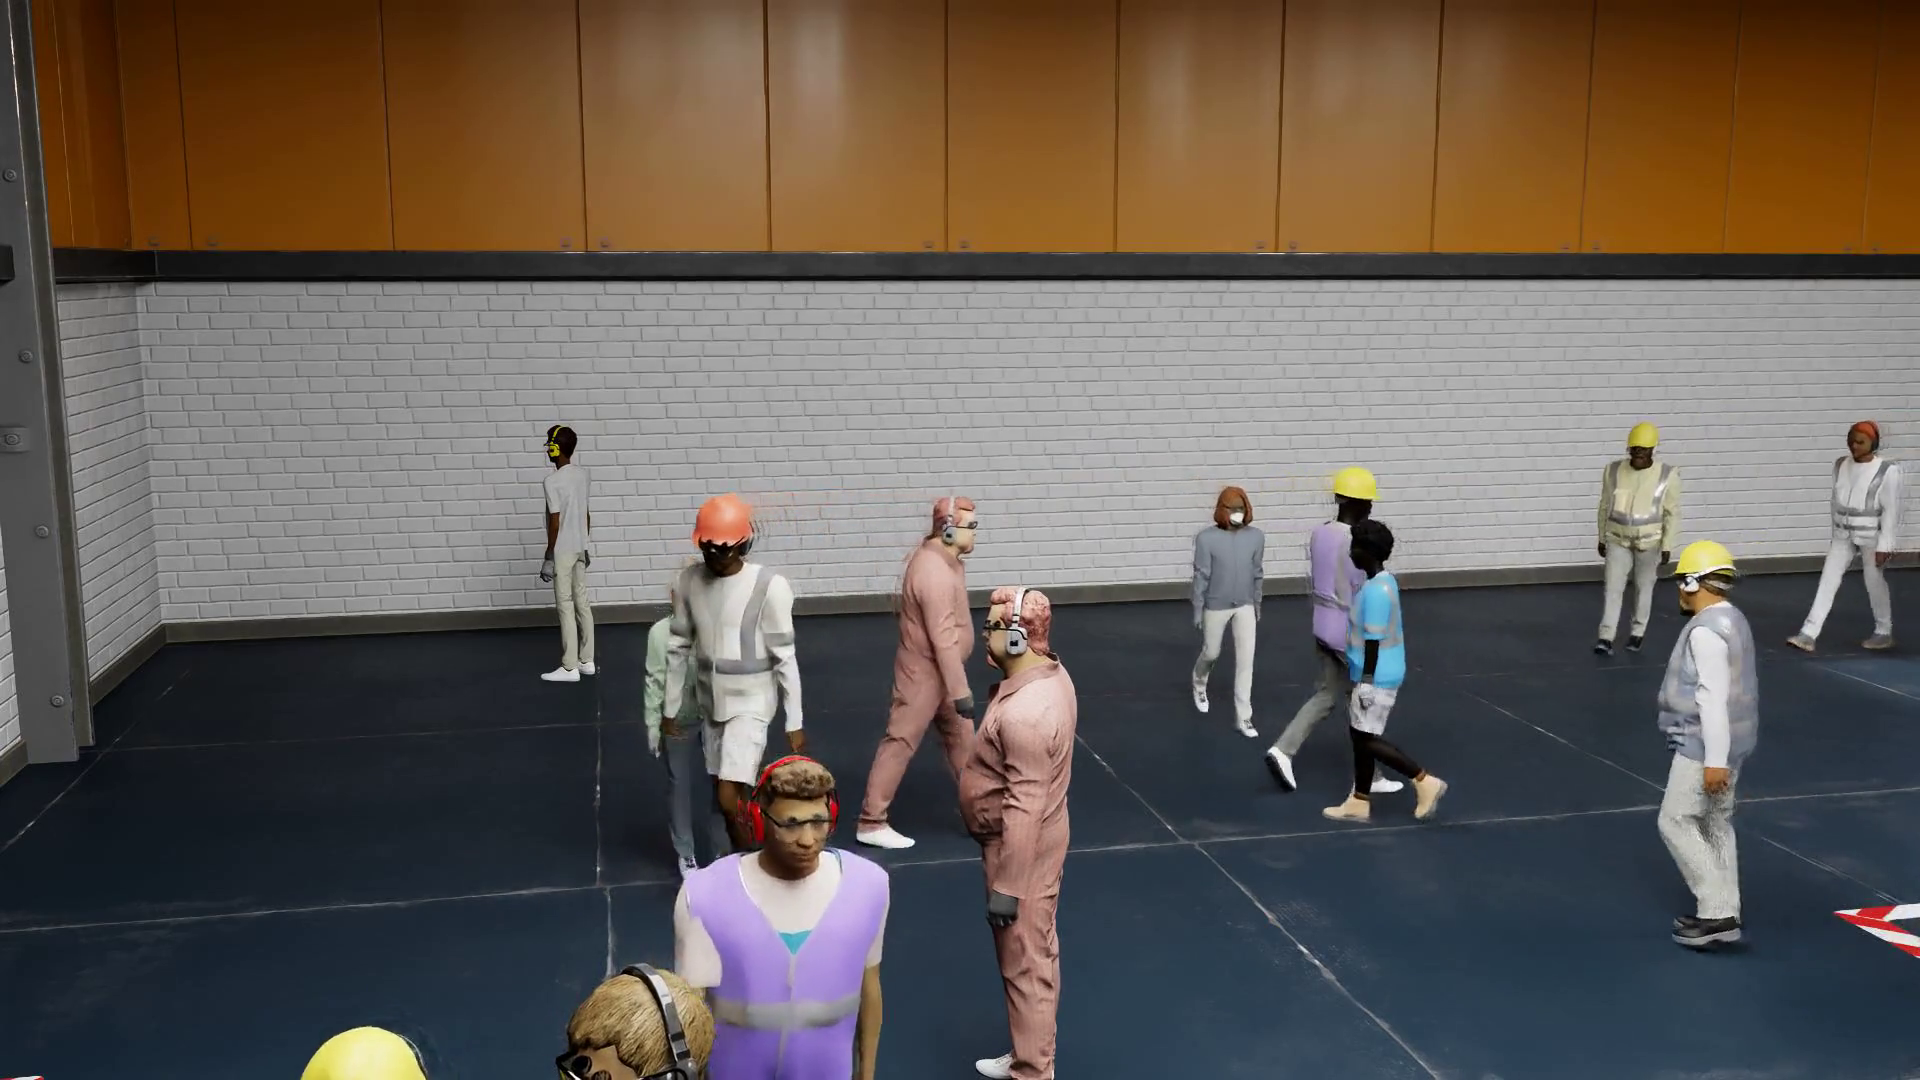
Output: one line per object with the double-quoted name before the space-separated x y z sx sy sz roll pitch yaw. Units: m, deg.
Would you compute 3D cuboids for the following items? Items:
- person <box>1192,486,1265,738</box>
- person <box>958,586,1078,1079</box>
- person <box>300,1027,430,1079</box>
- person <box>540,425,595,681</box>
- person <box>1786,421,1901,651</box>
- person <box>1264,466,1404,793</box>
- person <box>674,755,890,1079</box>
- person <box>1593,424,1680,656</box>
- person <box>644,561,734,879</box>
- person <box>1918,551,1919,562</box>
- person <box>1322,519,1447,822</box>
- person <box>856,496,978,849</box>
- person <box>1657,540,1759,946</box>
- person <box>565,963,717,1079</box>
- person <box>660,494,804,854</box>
"person" 1.738 0.426 10.917 0.510 1.600 0.800 -2 10 -12
"person" 0.197 1.103 5.860 0.410 1.909 0.643 1 9 8
"person" -0.991 1.654 3.117 0.548 1.715 0.829 6 11 33
"person" -2.873 0.097 12.108 0.328 1.872 0.514 4 10 20
"person" 6.989 -0.019 12.964 0.995 1.826 0.603 -4 10 -25
"person" 2.143 0.526 9.407 0.788 1.902 0.598 -3 10 -17
"person" -0.455 1.418 4.300 0.587 1.791 0.989 -3 10 -16
"person" 5.168 0.016 12.786 0.606 1.795 0.874 6 11 32
"person" -1.234 0.904 7.956 0.533 1.601 0.729 -4 10 -25
"person" 7.460 0.030 12.360 0.591 1.922 0.391 4 10 25
"person" 2.274 0.723 8.860 0.557 1.675 0.535 2 10 14
"person" -0.071 0.692 8.532 1.007 1.844 0.646 0 9 3
"person" 3.339 0.904 7.441 0.474 1.791 0.613 7 12 36
"person" -0.476 1.607 2.690 0.372 1.940 0.627 -9 13 -43
"person" -1.050 0.771 7.587 0.733 2.002 0.561 6 11 31
